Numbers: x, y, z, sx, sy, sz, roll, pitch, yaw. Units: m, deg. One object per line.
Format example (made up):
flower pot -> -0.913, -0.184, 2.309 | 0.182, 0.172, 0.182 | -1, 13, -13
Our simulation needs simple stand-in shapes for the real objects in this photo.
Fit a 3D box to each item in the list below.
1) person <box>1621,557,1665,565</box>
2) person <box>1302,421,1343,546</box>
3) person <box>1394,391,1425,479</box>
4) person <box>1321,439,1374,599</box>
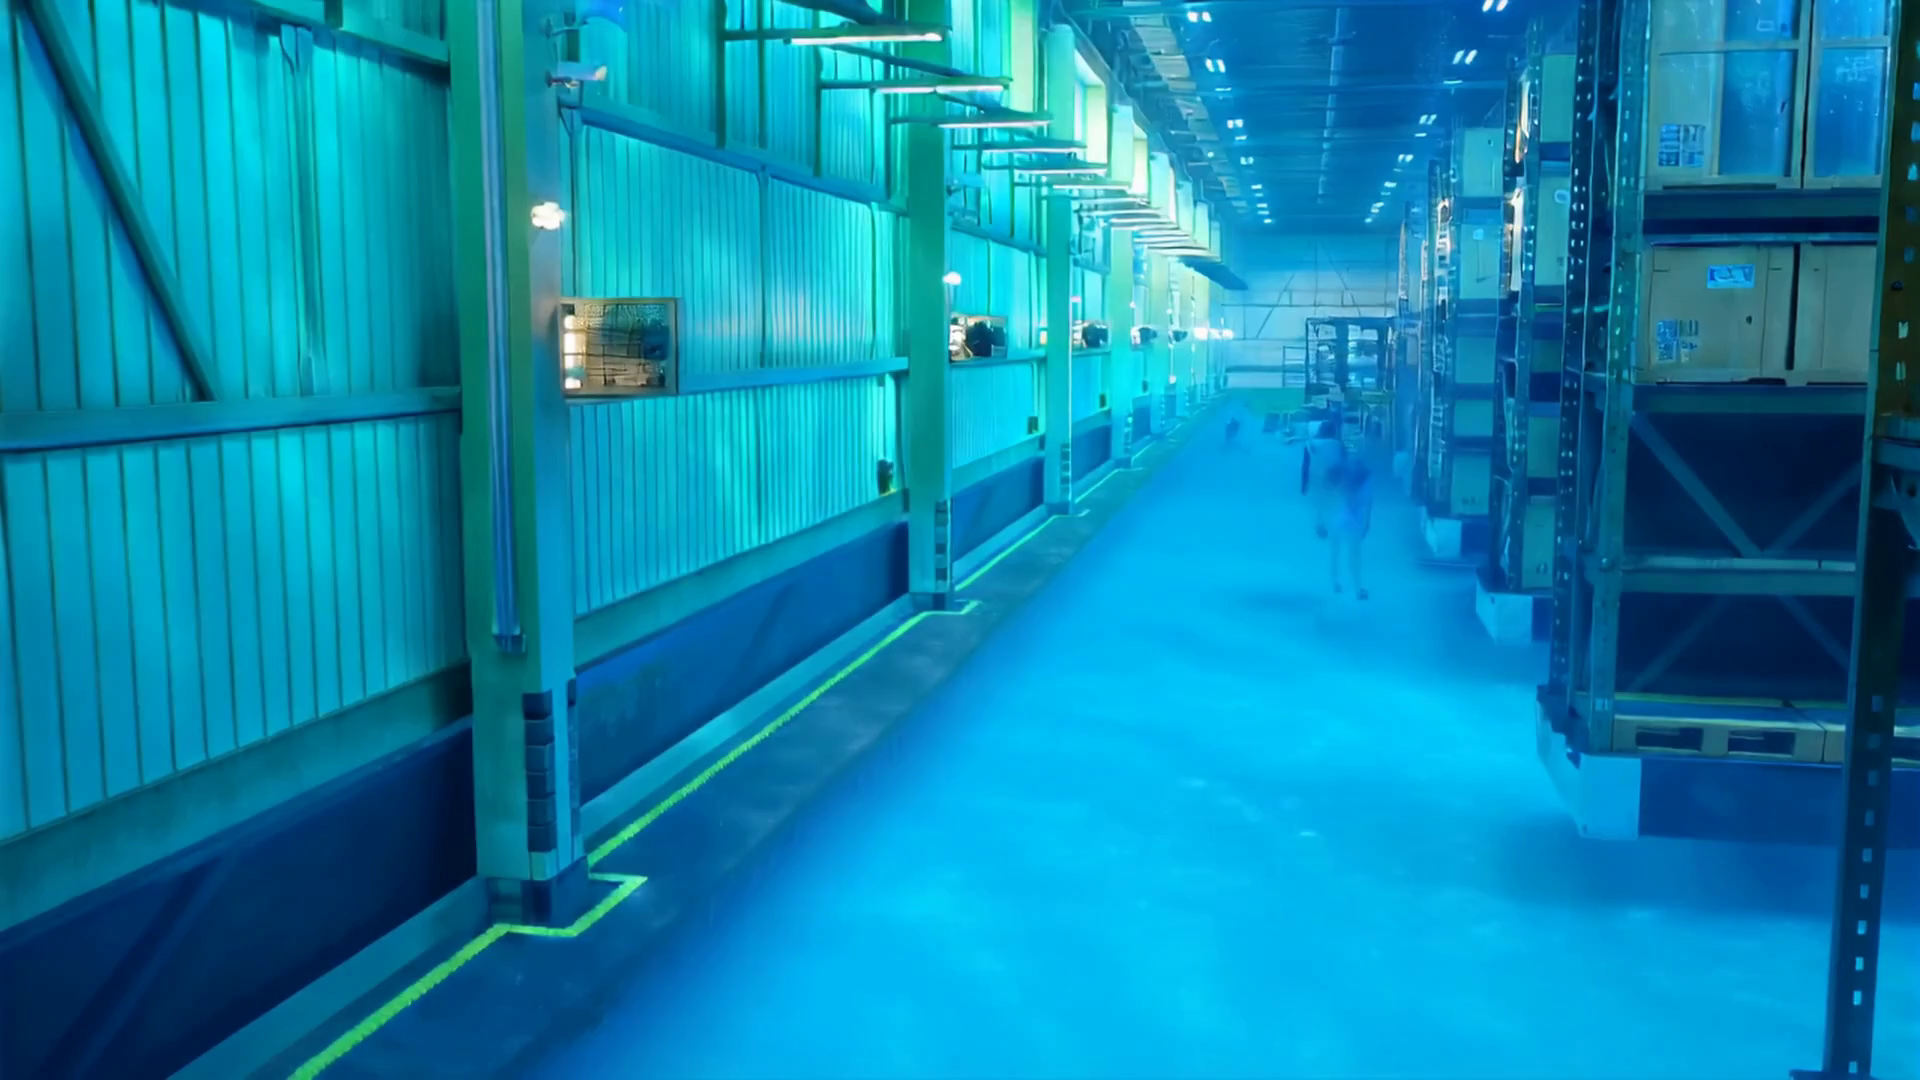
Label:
person -> 5.940, 0.452, 14.563 | 0.963, 1.672, 0.569 | 6, 10, 42
person -> 5.384, -0.845, 24.409 | 0.662, 1.802, 0.901 | 3, 8, 20
person -> 9.578, -2.198, 34.900 | 0.986, 1.886, 0.602 | 3, 8, 25
person -> 4.521, -0.243, 19.377 | 0.642, 1.856, 0.989 | 0, 7, 2
